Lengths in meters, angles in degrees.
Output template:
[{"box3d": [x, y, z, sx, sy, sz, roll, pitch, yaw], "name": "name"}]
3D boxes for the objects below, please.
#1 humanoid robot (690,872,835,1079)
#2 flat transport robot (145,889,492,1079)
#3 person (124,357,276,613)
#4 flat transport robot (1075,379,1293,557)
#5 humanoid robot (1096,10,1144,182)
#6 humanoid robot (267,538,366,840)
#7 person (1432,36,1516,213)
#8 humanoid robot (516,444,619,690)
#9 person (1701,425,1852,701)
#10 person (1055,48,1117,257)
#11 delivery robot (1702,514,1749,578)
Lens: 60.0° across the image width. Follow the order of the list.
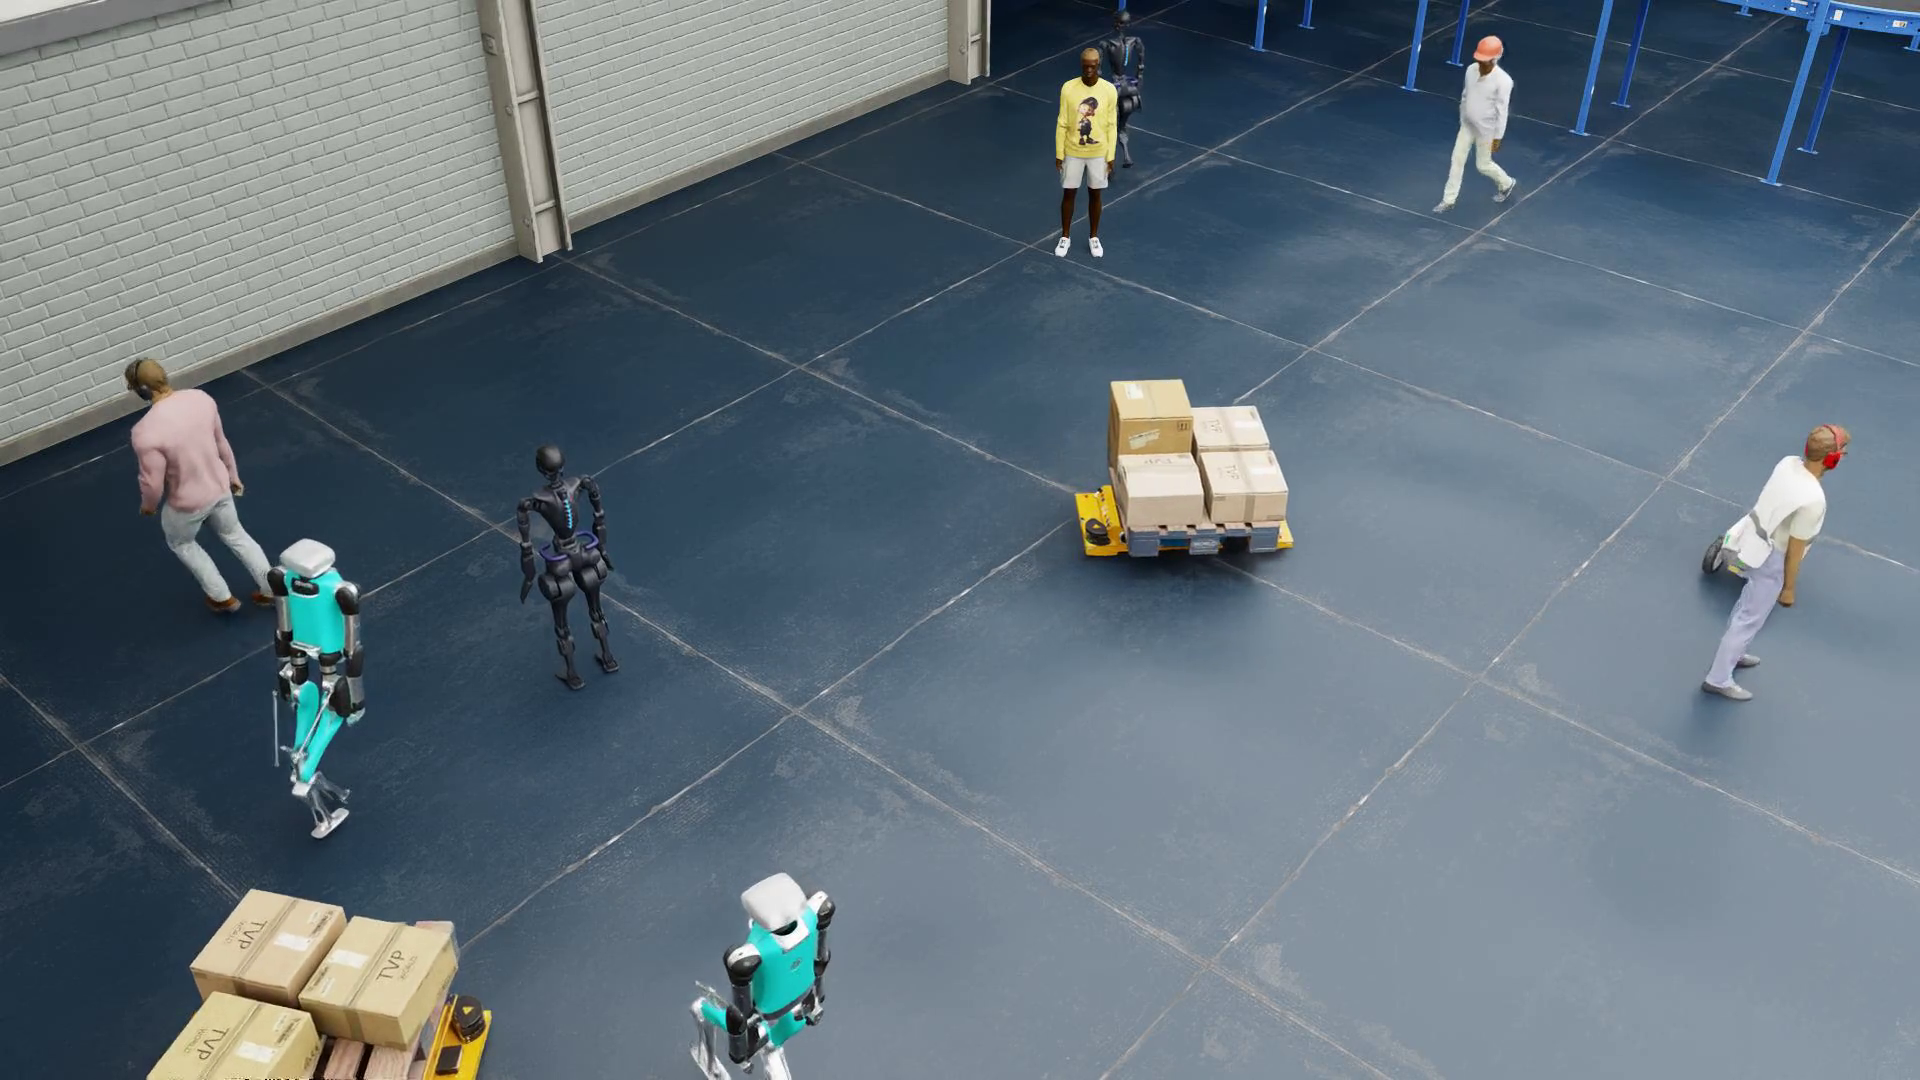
[{"box3d": [-0.981, 1.990, 7.378, 1.013, 1.773, 0.530, 30, 45, 35], "name": "humanoid robot"}, {"box3d": [-3.019, 2.493, 7.888, 1.431, 0.231, 0.659, 0, 35, 0], "name": "flat transport robot"}, {"box3d": [-4.733, -0.280, 10.362, 0.550, 1.882, 0.650, 12, 37, 16], "name": "person"}, {"box3d": [1.556, -0.171, 11.628, 1.431, 0.231, 0.659, -2, 36, -3], "name": "flat transport robot"}, {"box3d": [1.529, -4.340, 16.266, 0.607, 1.651, 0.346, -15, 38, -20], "name": "humanoid robot"}, {"box3d": [-3.490, 0.924, 8.846, 0.543, 1.781, 0.829, 12, 37, 16], "name": "humanoid robot"}, {"box3d": [4.944, -3.922, 15.642, 0.755, 1.724, 0.578, -17, 39, -23], "name": "person"}, {"box3d": [-2.357, 0.149, 9.959, 0.603, 1.654, 0.317, -24, 42, -30], "name": "humanoid robot"}, {"box3d": [4.809, 0.129, 9.869, 0.431, 1.828, 0.573, 6, 36, 8], "name": "person"}, {"box3d": [1.116, -3.444, 14.820, 0.540, 1.899, 0.376, 2, 35, 2], "name": "person"}, {"box3d": [5.403, -0.004, 11.134, 0.769, 0.580, 0.499, -29, 44, -34], "name": "delivery robot"}]
